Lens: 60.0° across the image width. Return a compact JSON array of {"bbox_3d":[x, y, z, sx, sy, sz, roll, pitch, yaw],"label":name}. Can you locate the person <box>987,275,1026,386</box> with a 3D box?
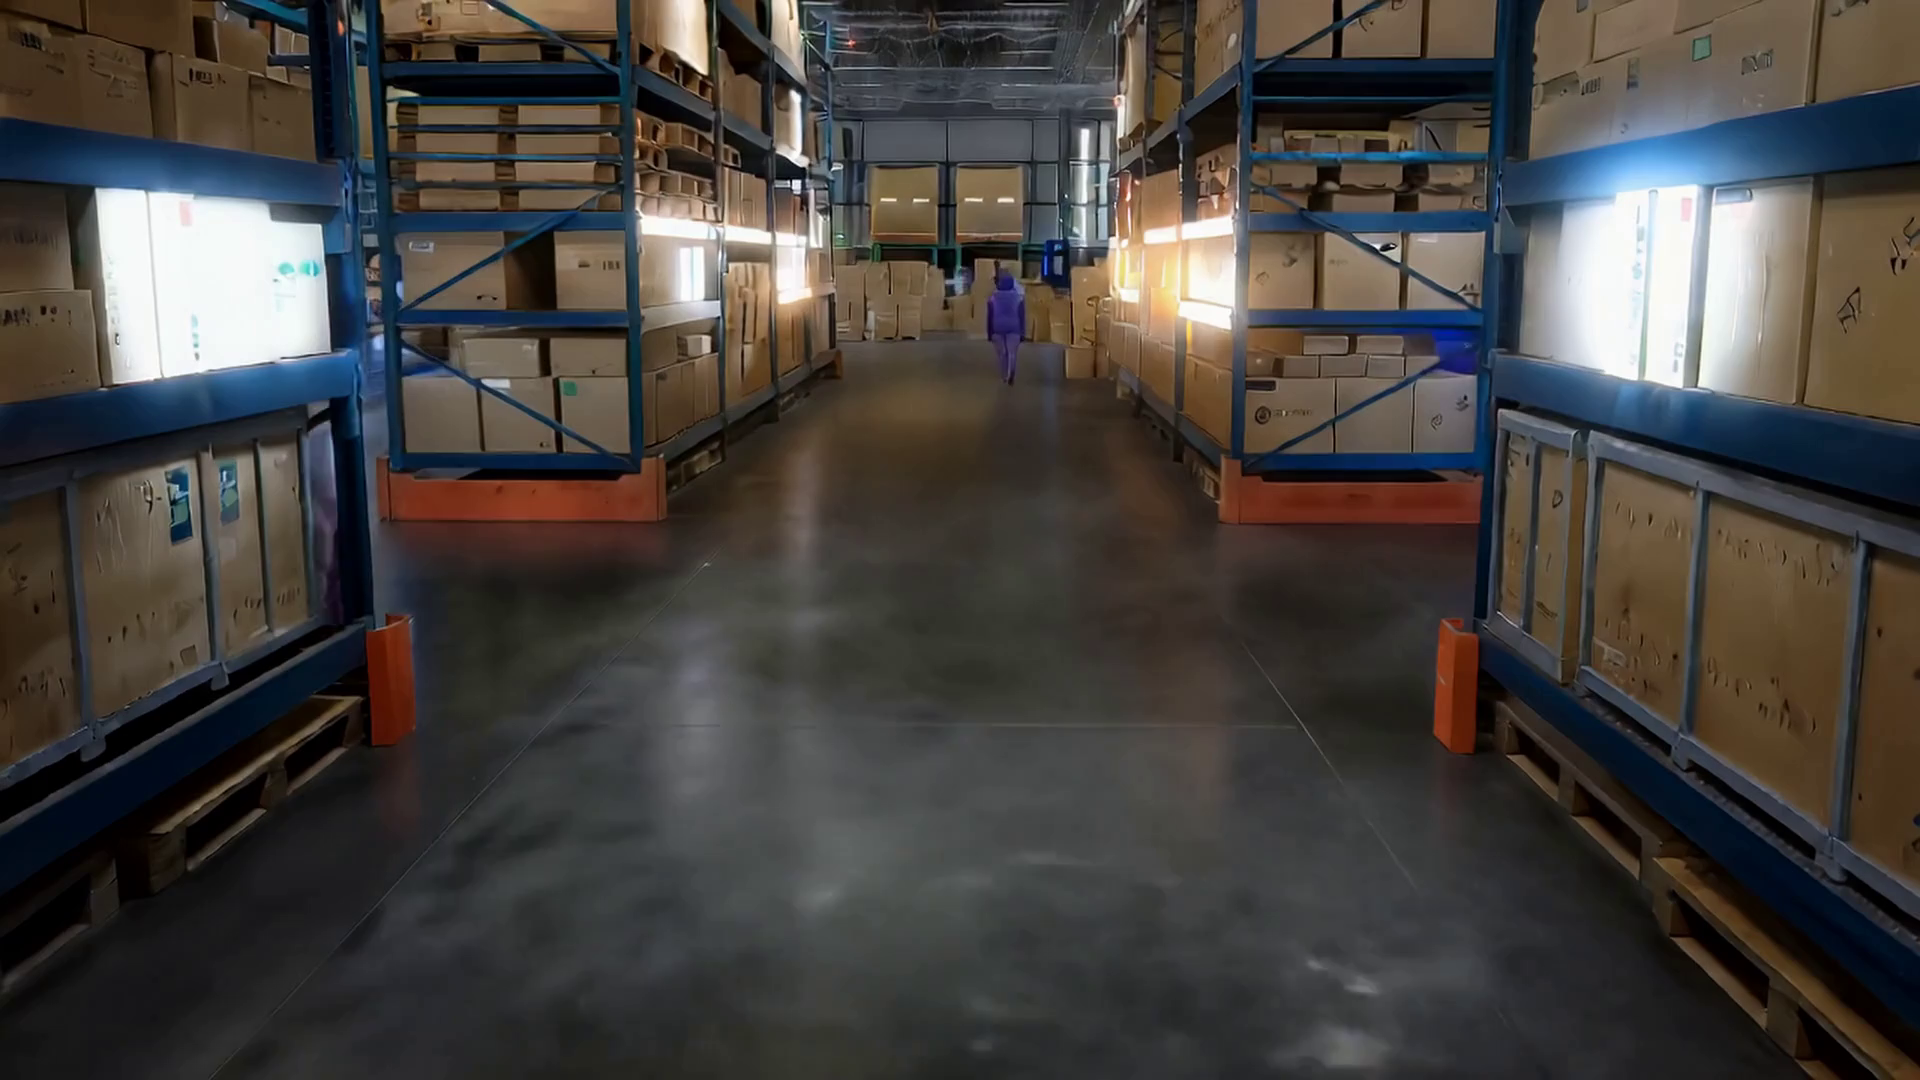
[{"bbox_3d":[0.752,-3.411,27.165,0.633,1.821,0.648,1,10,5],"label":"person"}]

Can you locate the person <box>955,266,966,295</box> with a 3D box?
[{"bbox_3d":[0.091,-7.943,54.104,0.962,1.903,0.555,-3,10,-16],"label":"person"}]

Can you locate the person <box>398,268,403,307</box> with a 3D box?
[{"bbox_3d":[-18.690,-8.260,56.087,1.007,1.870,0.625,3,10,16],"label":"person"}]

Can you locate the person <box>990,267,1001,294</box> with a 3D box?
[{"bbox_3d":[0.962,-6.657,46.402,1.011,1.898,0.647,2,10,12],"label":"person"}]

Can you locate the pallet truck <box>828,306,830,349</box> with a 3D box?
[{"bbox_3d":[-3.100,-3.940,29.800,1.885,1.965,0.823,3,10,19],"label":"pallet truck"}]

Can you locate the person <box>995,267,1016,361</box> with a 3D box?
[{"bbox_3d":[0.964,-4.665,34.376,0.388,1.922,0.594,5,11,27],"label":"person"}]

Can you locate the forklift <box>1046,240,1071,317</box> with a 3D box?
[{"bbox_3d":[3.557,-9.445,60.139,1.129,2.768,1.873,-7,12,-38],"label":"forklift"}]

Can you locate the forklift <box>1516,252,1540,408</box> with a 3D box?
[{"bbox_3d":[6.404,-2.440,18.178,1.129,2.768,1.873,0,9,1],"label":"forklift"}]

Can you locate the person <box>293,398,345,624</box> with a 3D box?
[{"bbox_3d":[-3.106,-0.210,7.751,0.852,1.914,0.638,-1,9,-3],"label":"person"}]

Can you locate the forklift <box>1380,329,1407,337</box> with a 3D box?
[{"bbox_3d":[6.562,-3.778,26.194,1.129,2.768,1.873,0,9,1],"label":"forklift"}]
